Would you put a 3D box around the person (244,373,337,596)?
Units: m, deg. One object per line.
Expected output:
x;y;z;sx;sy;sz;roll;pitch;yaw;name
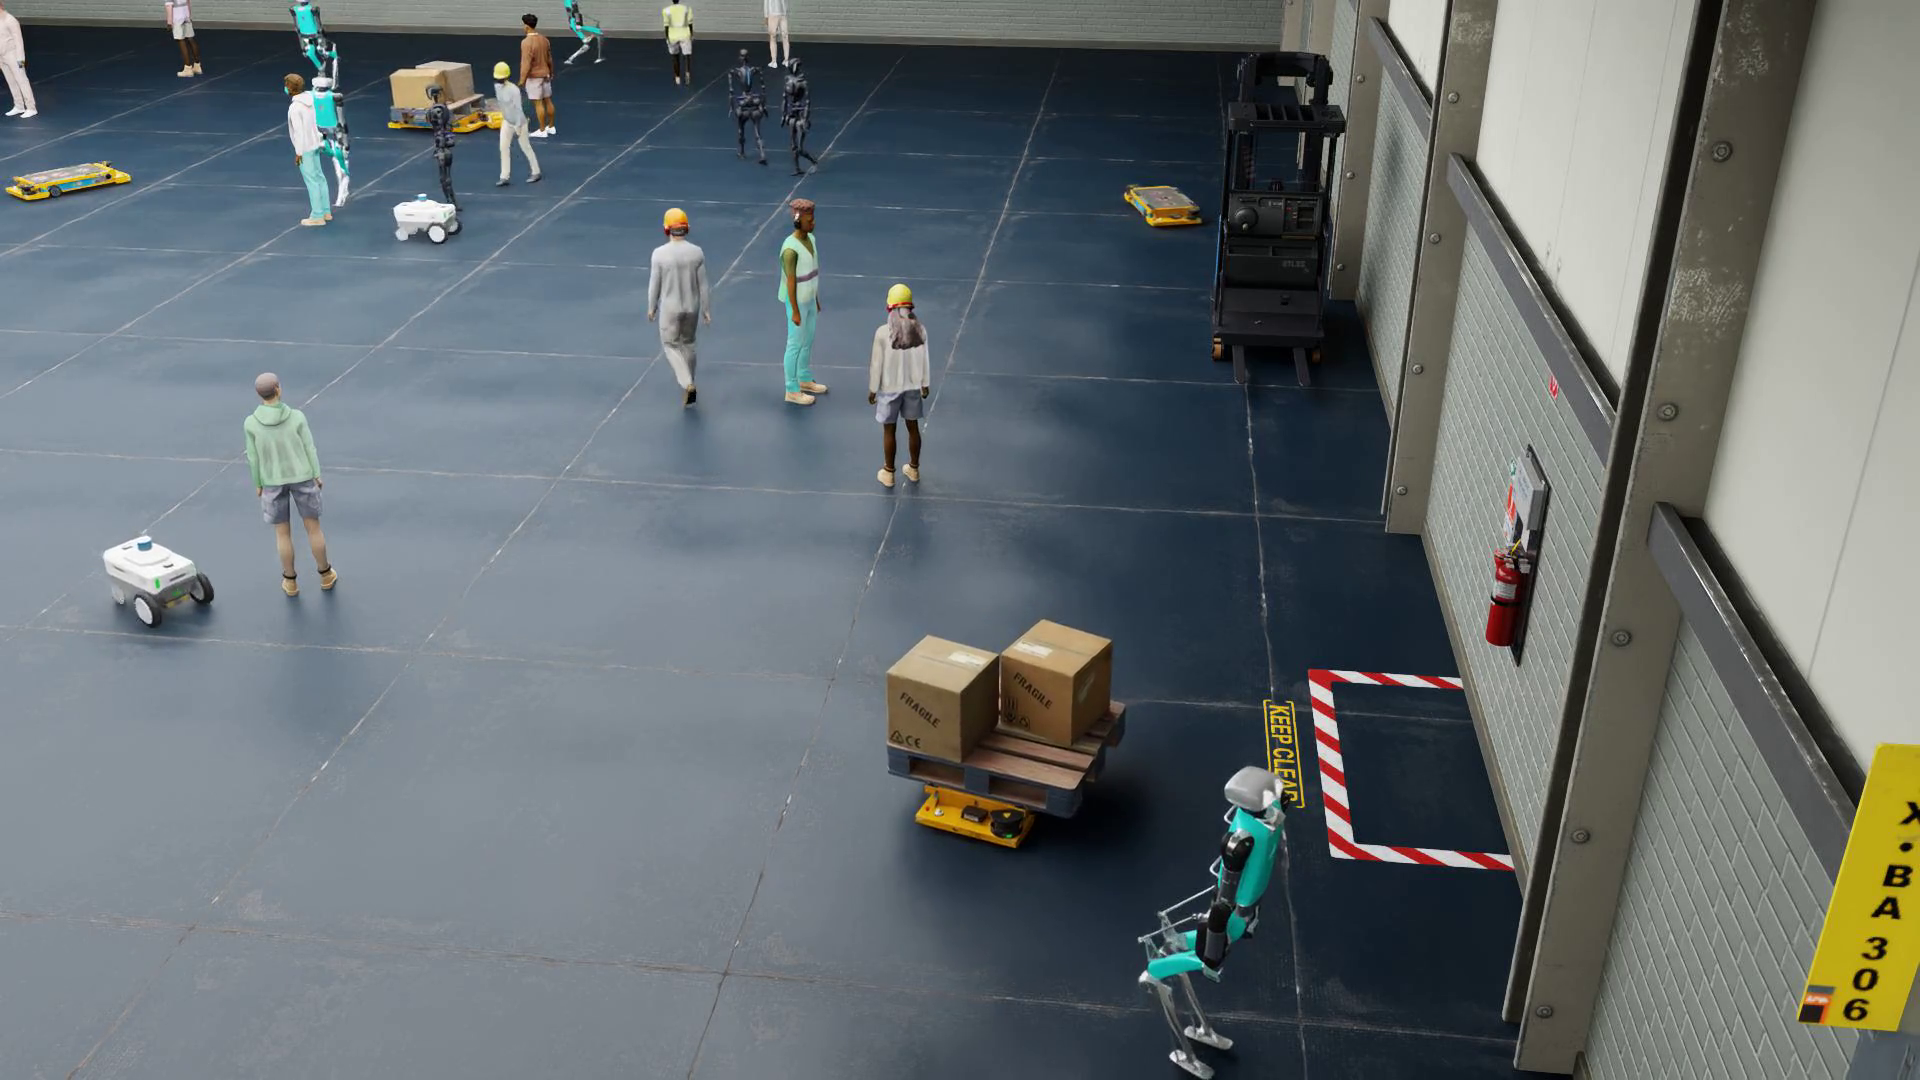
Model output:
-4.968;-0.405;12.304;0.472;1.741;0.346;-10;28;-20;person

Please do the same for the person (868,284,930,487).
-0.495;-1.294;14.067;0.549;1.759;0.408;-10;28;-20;person

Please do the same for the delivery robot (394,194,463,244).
-6.693;-4.036;20.873;0.791;0.592;0.499;4;27;8;delivery robot

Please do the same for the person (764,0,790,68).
-3.369;-9.675;30.675;0.494;1.870;0.401;-10;28;-19;person

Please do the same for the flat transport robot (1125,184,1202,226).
2.674;-4.427;21.976;0.659;0.231;1.431;-4;27;-8;flat transport robot

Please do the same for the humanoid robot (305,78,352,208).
-8.284;-5.285;22.080;0.568;1.757;0.995;1;27;2;humanoid robot

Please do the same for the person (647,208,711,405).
-2.638;-2.201;15.743;0.570;1.866;0.779;-14;30;-25;person

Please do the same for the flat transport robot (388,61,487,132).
-8.300;-6.674;26.461;1.431;0.231;0.659;6;27;11;flat transport robot

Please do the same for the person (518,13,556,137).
-6.509;-7.172;25.685;0.387;1.854;0.786;11;29;21;person

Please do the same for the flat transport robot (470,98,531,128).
-7.565;-6.930;26.973;0.659;0.231;1.431;-18;32;-32;flat transport robot

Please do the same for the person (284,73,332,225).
-8.356;-4.995;21.274;0.380;1.917;0.490;2;27;4;person

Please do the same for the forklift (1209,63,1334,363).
3.241;-3.477;17.183;1.129;2.768;1.873;3;27;6;forklift

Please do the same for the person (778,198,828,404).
-1.517;-2.272;15.785;0.390;1.971;0.479;9;28;18;person

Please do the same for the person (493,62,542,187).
-6.194;-5.740;22.971;0.543;1.717;0.852;16;31;29;person

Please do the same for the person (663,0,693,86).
-4.905;-8.783;29.090;0.524;1.675;0.714;-4;27;-8;person

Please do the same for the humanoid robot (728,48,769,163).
-3.080;-6.325;24.258;0.616;1.626;0.793;-12;29;-23;humanoid robot

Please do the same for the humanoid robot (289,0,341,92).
-10.909;-8.423;28.340;0.536;1.741;1.028;6;27;12;humanoid robot

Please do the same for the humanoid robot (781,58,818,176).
-2.272;-5.997;23.537;0.600;1.642;0.448;24;35;39;humanoid robot

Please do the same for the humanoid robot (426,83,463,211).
-6.802;-5.141;21.820;0.340;1.659;0.593;-11;28;-20;humanoid robot

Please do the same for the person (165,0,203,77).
-14.051;-9.378;29.893;0.388;2.034;0.604;8;28;15;person

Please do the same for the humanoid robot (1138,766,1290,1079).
1.134;1.765;7.884;0.714;1.716;0.530;16;31;29;humanoid robot

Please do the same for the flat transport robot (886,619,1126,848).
0.312;1.389;10.365;0.659;0.231;1.431;11;29;21;flat transport robot

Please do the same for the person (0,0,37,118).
-15.403;-7.815;26.918;0.643;1.903;0.403;15;30;27;person

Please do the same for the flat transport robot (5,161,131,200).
-12.389;-4.990;23.100;0.659;0.231;1.431;21;33;36;flat transport robot

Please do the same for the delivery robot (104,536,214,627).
-5.973;0.251;12.291;0.747;0.570;0.499;17;31;30;delivery robot

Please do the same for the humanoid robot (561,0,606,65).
-6.942;-9.611;30.722;1.048;1.744;0.554;-15;30;-27;humanoid robot
